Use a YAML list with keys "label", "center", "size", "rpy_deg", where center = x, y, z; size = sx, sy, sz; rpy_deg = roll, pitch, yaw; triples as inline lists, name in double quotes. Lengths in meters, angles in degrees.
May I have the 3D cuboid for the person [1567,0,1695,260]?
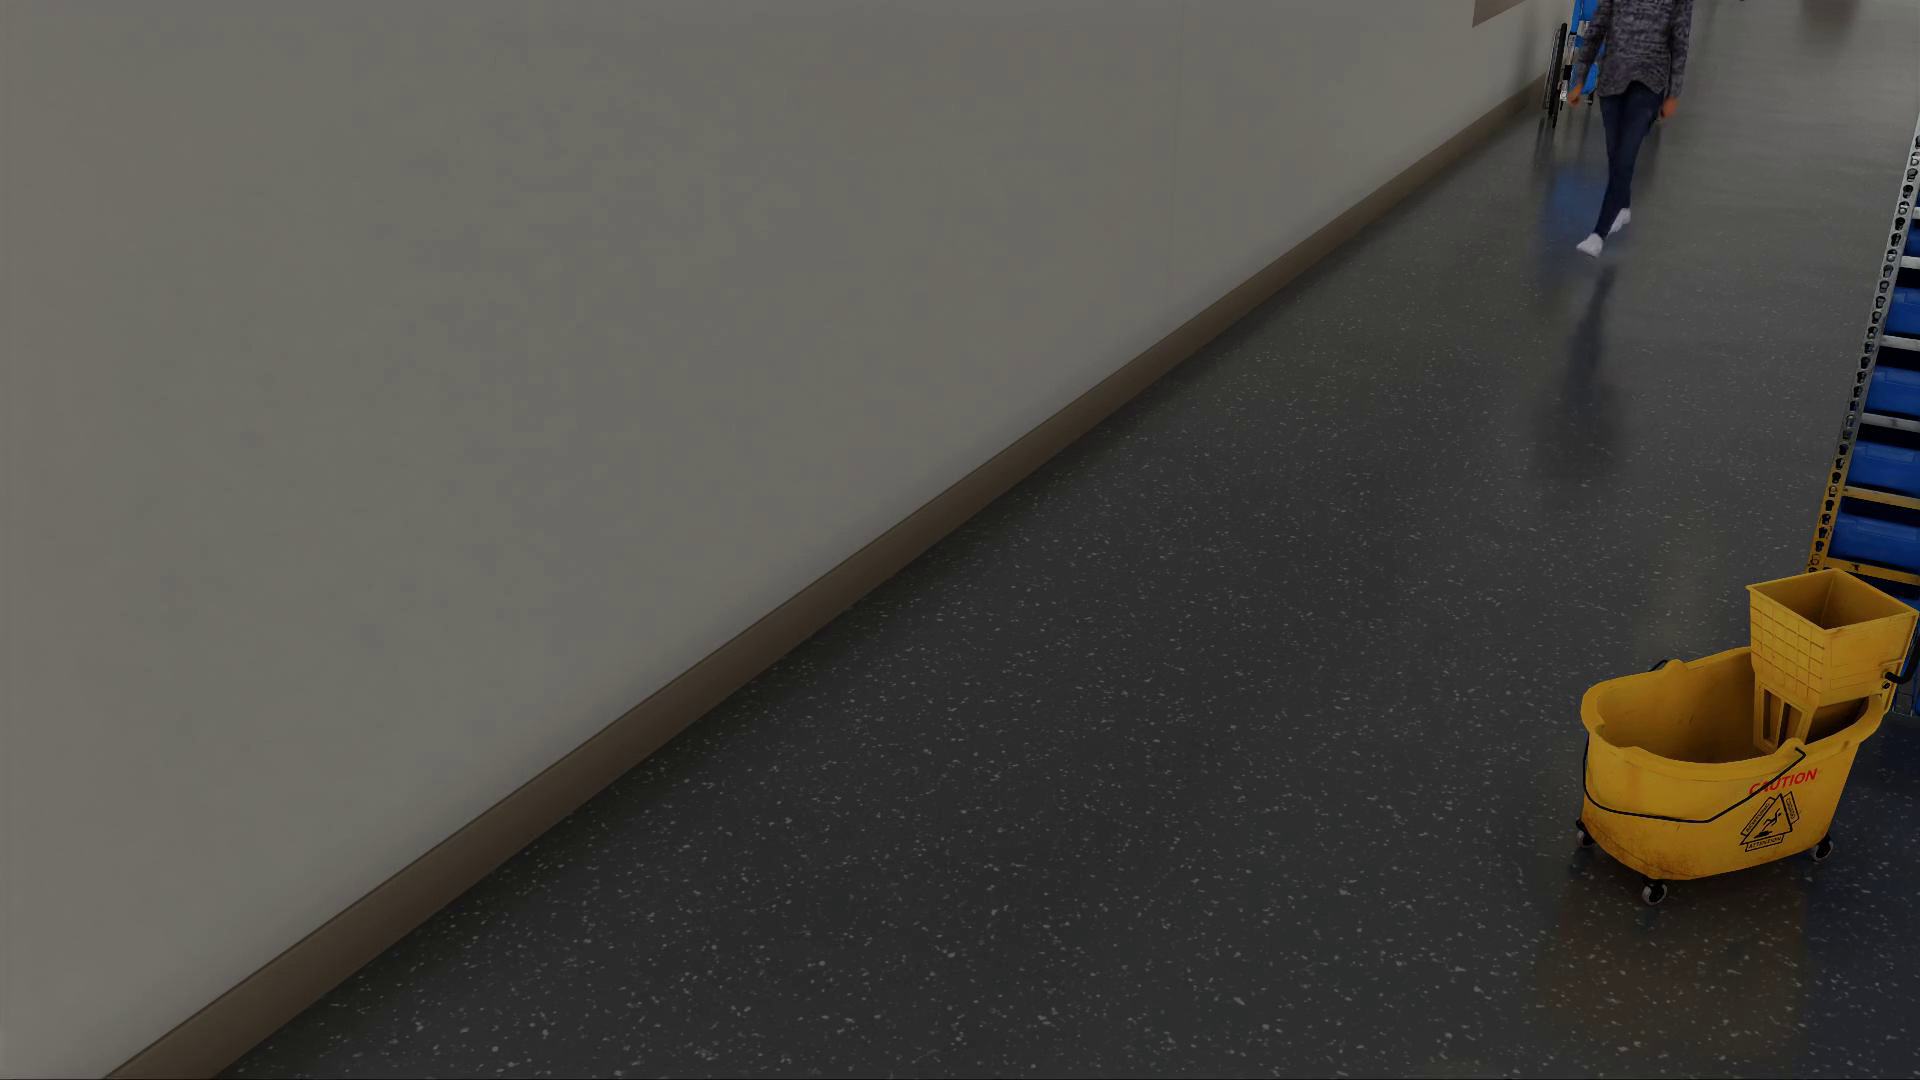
- label: "person"
  center: [3.467, -2.313, 8.533]
  size: [1.182, 1.671, 0.817]
  rpy_deg: [20, 32, 36]
